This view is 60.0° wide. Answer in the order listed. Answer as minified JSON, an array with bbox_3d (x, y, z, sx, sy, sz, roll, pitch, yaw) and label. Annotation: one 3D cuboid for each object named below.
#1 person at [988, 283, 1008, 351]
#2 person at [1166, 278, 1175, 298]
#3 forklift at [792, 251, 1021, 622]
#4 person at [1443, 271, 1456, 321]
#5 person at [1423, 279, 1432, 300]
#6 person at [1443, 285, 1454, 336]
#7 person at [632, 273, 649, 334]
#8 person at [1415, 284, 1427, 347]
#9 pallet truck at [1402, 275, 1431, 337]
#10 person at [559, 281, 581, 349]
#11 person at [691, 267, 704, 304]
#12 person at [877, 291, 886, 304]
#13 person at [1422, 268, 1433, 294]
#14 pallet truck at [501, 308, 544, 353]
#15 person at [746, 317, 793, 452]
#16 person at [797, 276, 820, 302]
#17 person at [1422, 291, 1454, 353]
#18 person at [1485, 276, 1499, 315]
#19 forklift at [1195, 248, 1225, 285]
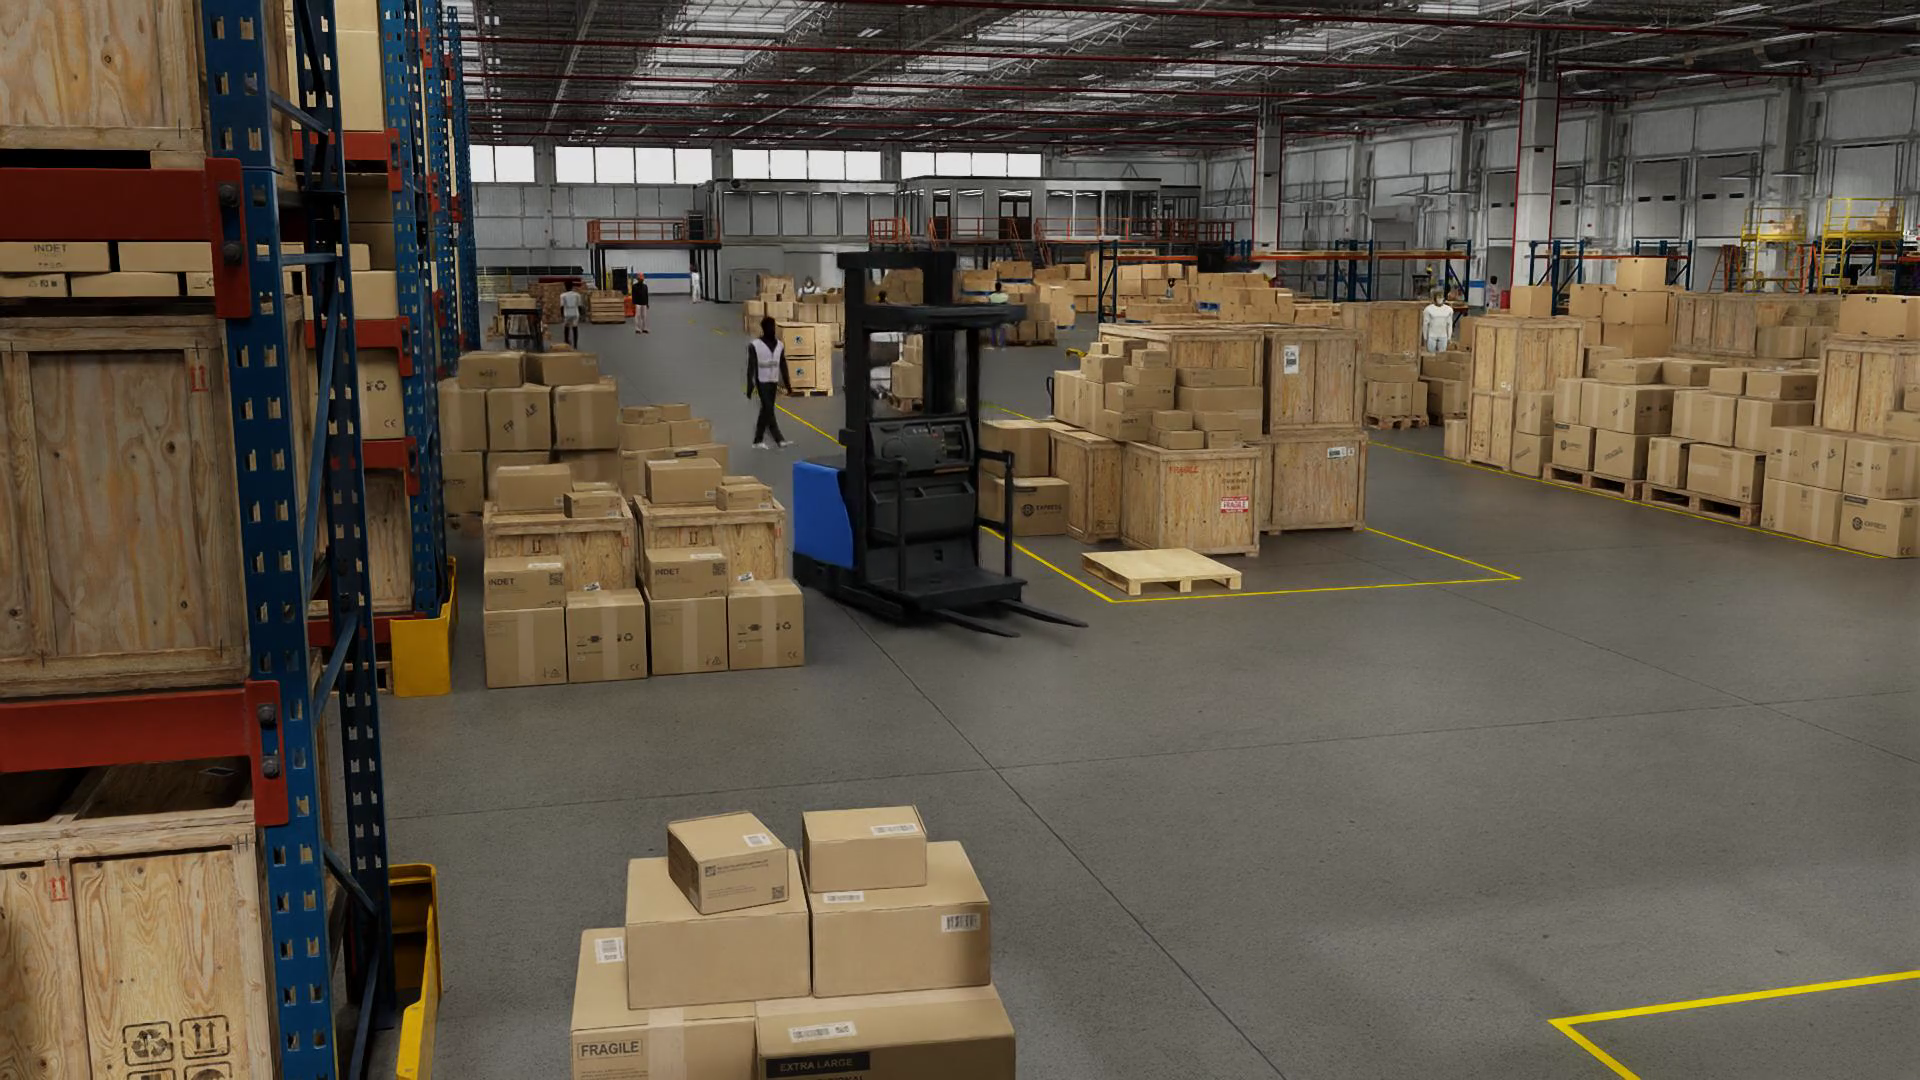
[{"bbox_3d":[1.055,-6.182,46.072,0.613,1.861,1.016,-3,10,-17],"label":"person"},{"bbox_3d":[6.758,-7.504,53.560,0.331,1.862,0.506,2,10,13],"label":"person"},{"bbox_3d":[-0.502,-0.921,13.387,1.129,2.768,1.873,-7,12,-33],"label":"forklift"},{"bbox_3d":[18.745,-9.331,63.651,0.613,1.947,0.388,-6,12,-30],"label":"person"},{"bbox_3d":[16.096,-8.153,57.603,0.738,1.713,0.512,-1,10,-6],"label":"person"},{"bbox_3d":[15.431,-7.271,52.819,0.537,1.655,0.862,-8,13,-39],"label":"person"},{"bbox_3d":[-10.523,-7.799,54.842,0.381,1.993,0.622,9,14,42],"label":"person"},{"bbox_3d":[12.843,-6.250,46.603,0.558,1.804,0.602,-3,10,-16],"label":"person"},{"bbox_3d":[14.620,-7.324,52.145,0.823,1.965,1.885,8,13,40],"label":"pallet truck"},{"bbox_3d":[-10.932,-6.309,46.694,0.608,1.902,1.055,-4,11,-21],"label":"person"},{"bbox_3d":[-13.096,-12.676,82.847,0.741,1.858,0.583,9,13,40],"label":"person"},{"bbox_3d":[-1.779,-4.927,39.034,0.521,1.842,0.849,-7,12,-36],"label":"person"},{"bbox_3d":[21.211,-11.401,75.504,0.503,1.898,0.618,-7,12,-35],"label":"person"},{"bbox_3d":[-6.242,-2.418,24.362,0.823,1.965,1.885,1,10,3],"label":"pallet truck"},{"bbox_3d":[-2.619,-2.170,23.302,0.970,1.868,0.622,9,13,41],"label":"person"},{"bbox_3d":[-4.592,-7.029,50.351,0.696,2.000,1.060,2,10,11],"label":"person"},{"bbox_3d":[9.998,-4.237,34.831,0.629,1.940,0.376,0,10,0],"label":"person"},{"bbox_3d":[18.815,-8.413,58.803,0.627,1.832,0.429,-9,13,-40],"label":"person"},{"bbox_3d":[5.648,-5.241,37.851,1.873,2.768,1.129,-3,10,-15],"label":"forklift"}]
